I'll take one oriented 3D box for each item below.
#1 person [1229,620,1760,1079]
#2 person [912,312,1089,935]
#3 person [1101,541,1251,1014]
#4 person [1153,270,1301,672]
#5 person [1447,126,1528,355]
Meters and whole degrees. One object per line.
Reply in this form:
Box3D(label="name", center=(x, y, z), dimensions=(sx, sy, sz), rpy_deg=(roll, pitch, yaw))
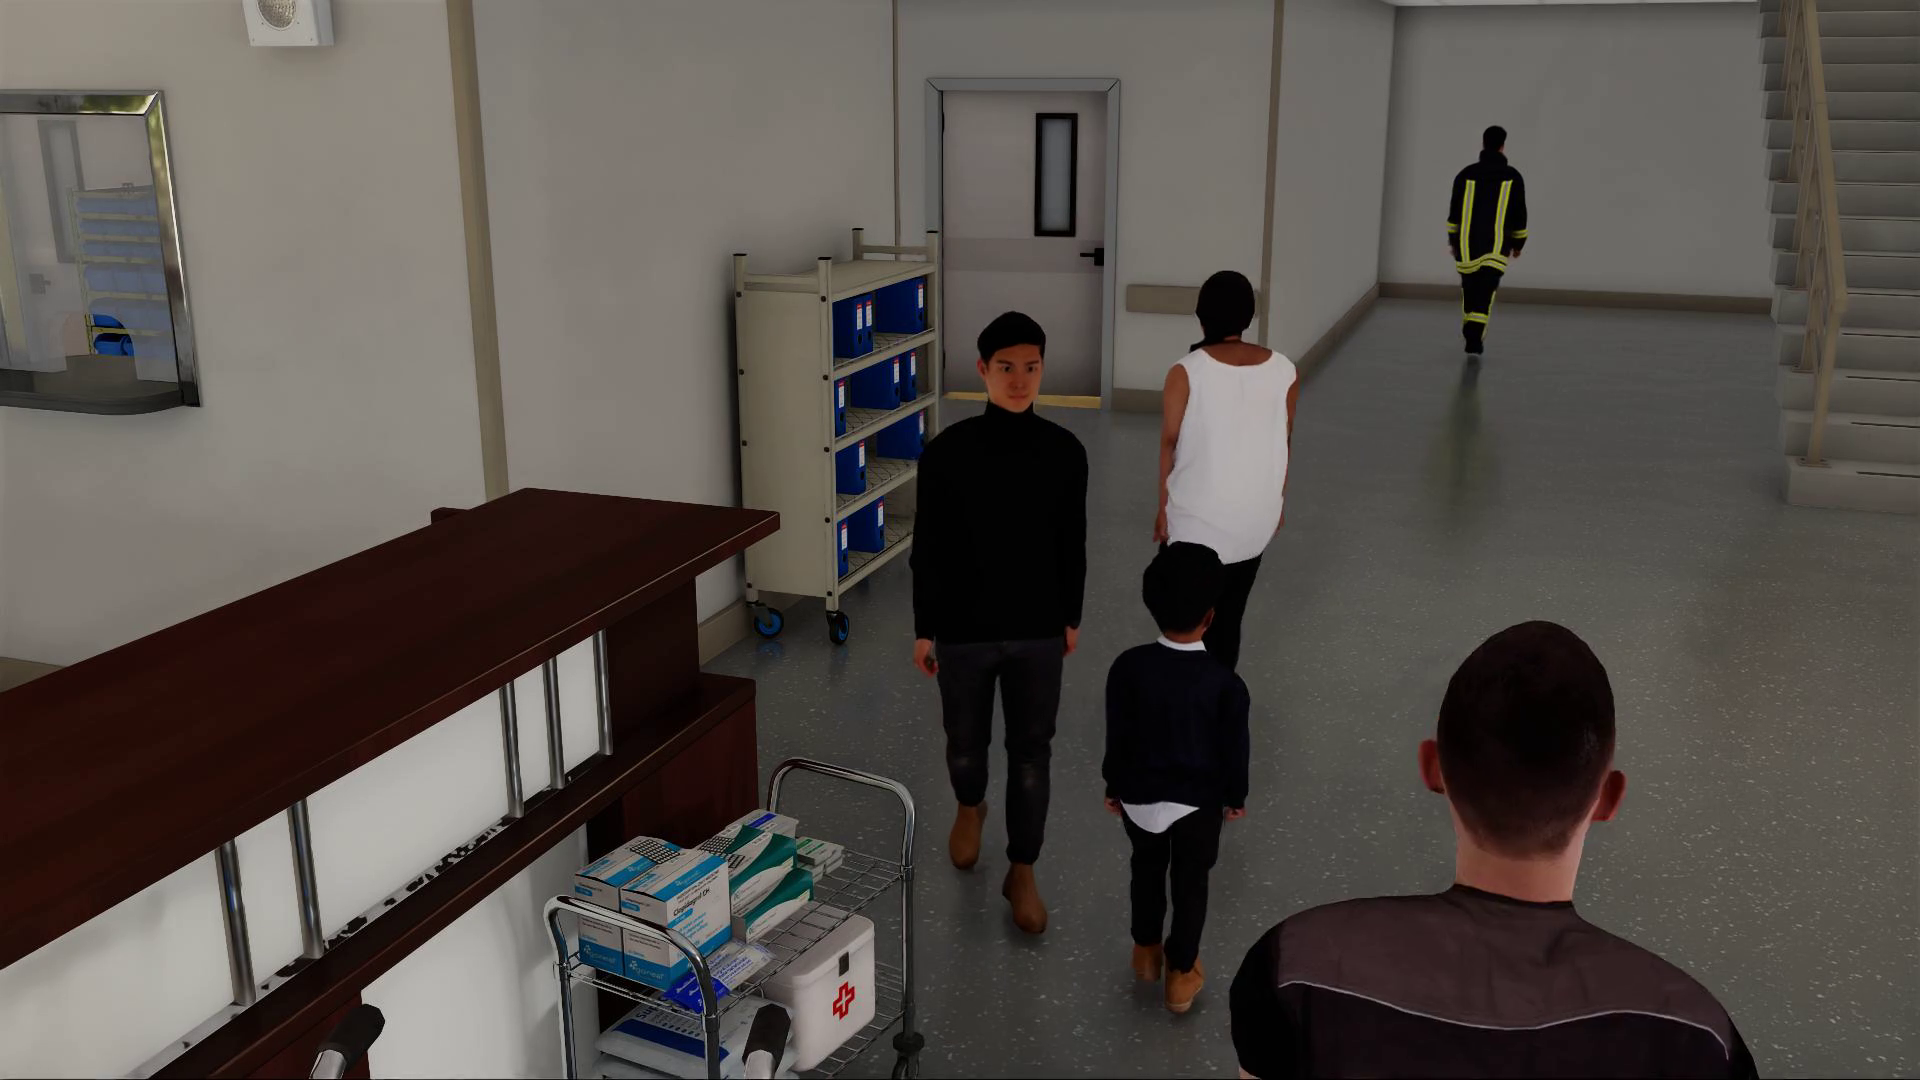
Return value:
Box3D(label="person", center=(0.498, 0.992, 1.748), dimensions=(0.683, 1.827, 0.873), rpy_deg=(5, 16, 17))
Box3D(label="person", center=(0.100, 0.204, 4.771), dimensions=(0.837, 1.703, 1.013), rpy_deg=(0, 16, 1))
Box3D(label="person", center=(0.523, 0.614, 4.137), dimensions=(0.507, 1.219, 0.490), rpy_deg=(5, 17, 19))
Box3D(label="person", center=(0.926, -0.102, 5.903), dimensions=(0.823, 1.677, 0.873), rpy_deg=(-4, 16, -15))
Box3D(label="person", center=(4.355, -2.447, 13.855), dimensions=(0.874, 1.877, 1.241), rpy_deg=(8, 18, 26))
